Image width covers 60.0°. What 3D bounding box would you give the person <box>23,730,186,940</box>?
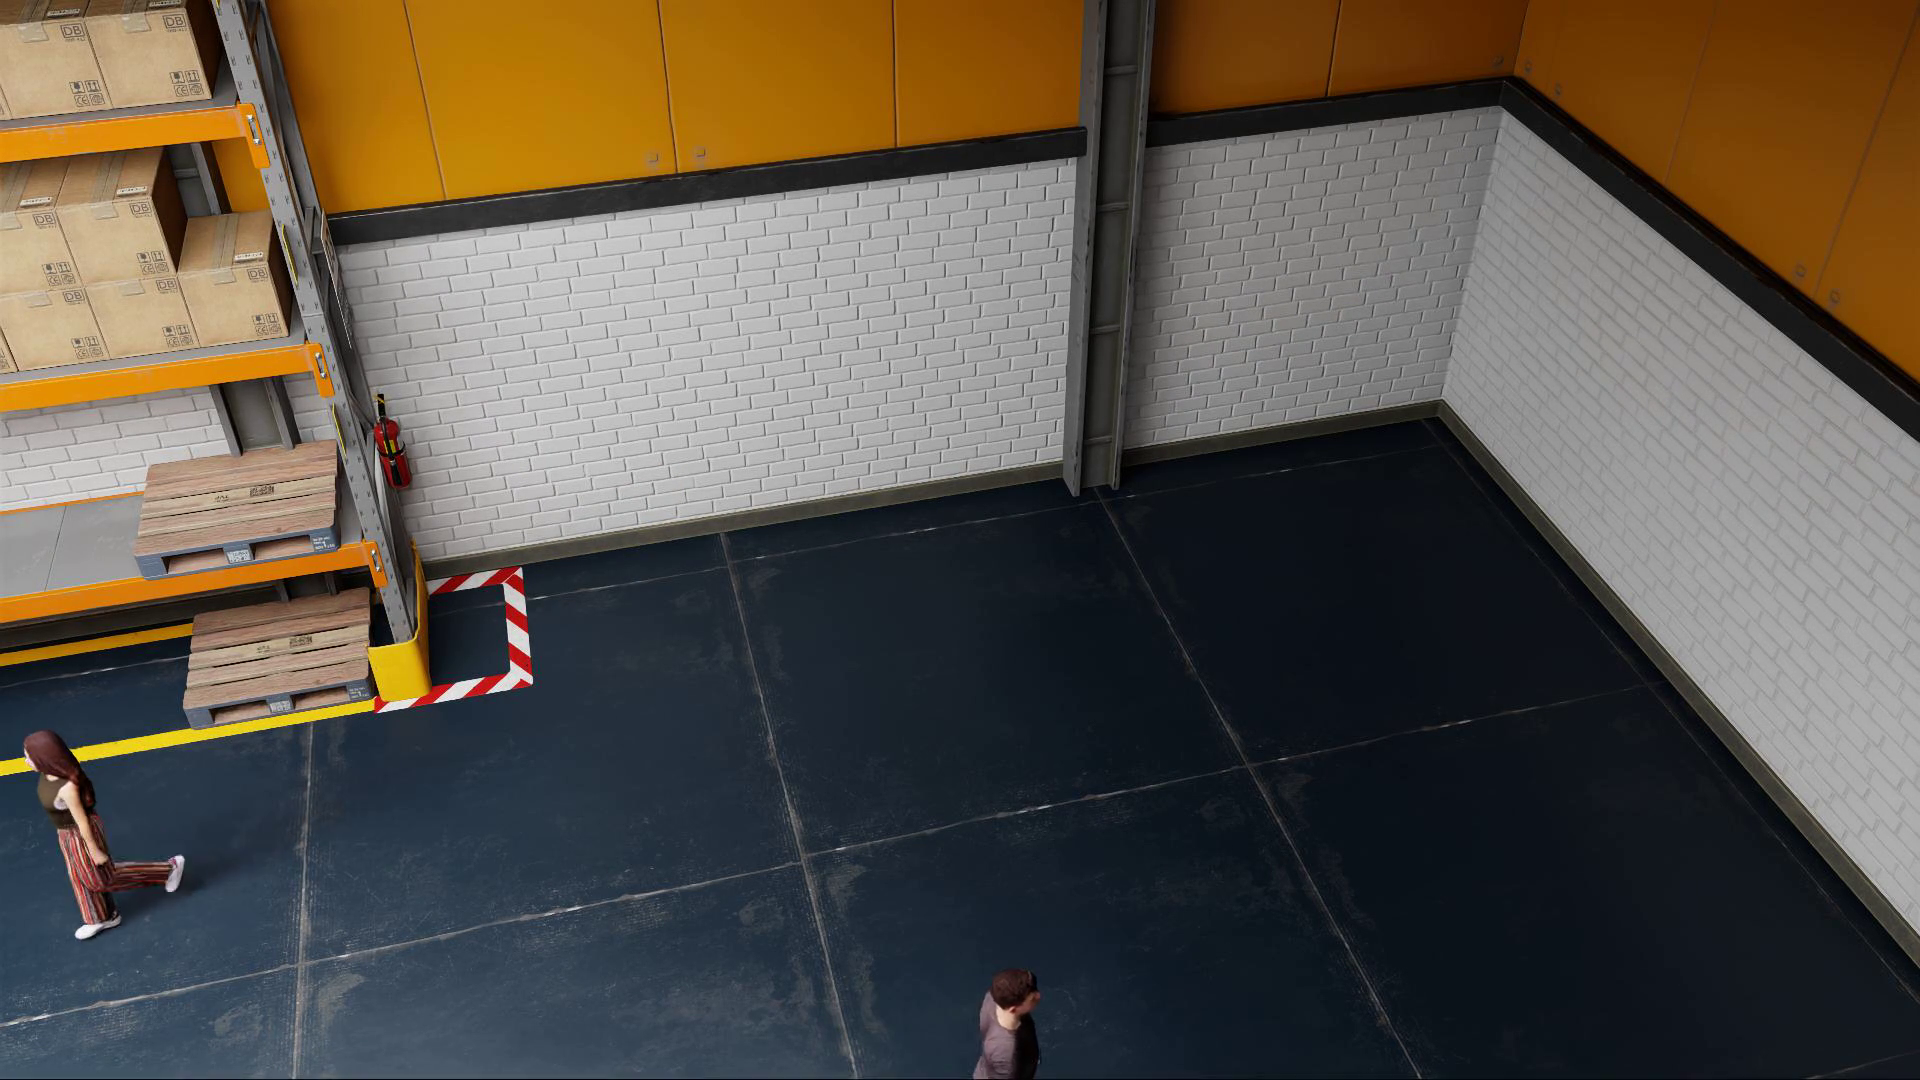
[{"bbox_3d":[-4.978,1.648,9.574,0.990,1.547,0.783,-27,46,-29],"label":"person"}]

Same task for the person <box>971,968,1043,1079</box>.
[{"bbox_3d":[0.118,2.689,8.057,1.128,1.813,0.751,-6,39,-8],"label":"person"}]
